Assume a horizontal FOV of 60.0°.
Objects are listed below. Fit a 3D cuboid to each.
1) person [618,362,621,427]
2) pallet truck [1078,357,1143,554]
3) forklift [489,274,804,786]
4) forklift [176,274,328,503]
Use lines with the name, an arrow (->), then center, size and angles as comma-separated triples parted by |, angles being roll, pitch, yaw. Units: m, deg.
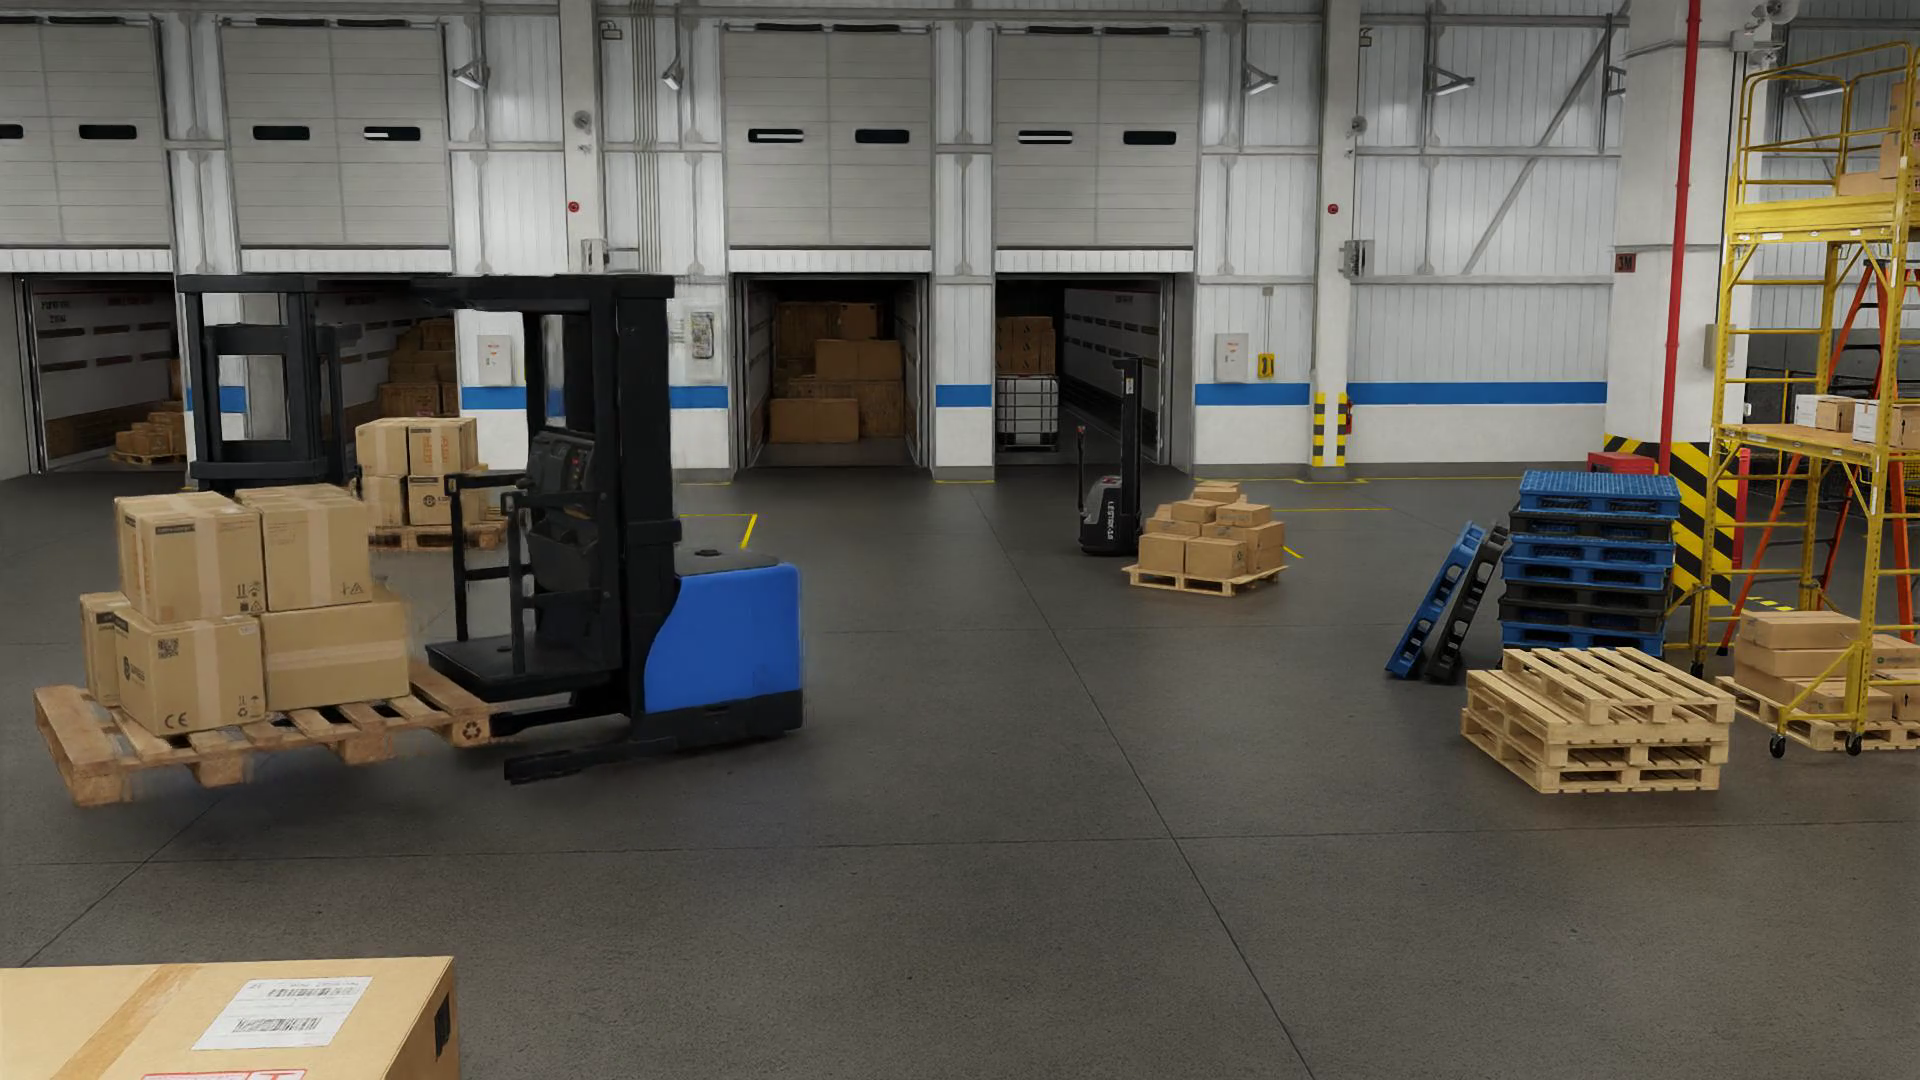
person -> -4.018, -1.364, 20.298 | 0.389, 1.930, 0.544 | -8, 12, -41
pallet truck -> 2.088, -0.836, 16.757 | 1.885, 1.965, 0.823 | 2, 9, 13
forklift -> -1.982, -0.172, 9.826 | 1.873, 2.768, 1.129 | -6, 11, -34
forklift -> -5.348, -0.627, 12.681 | 1.129, 2.768, 1.873 | -1, 9, -4
